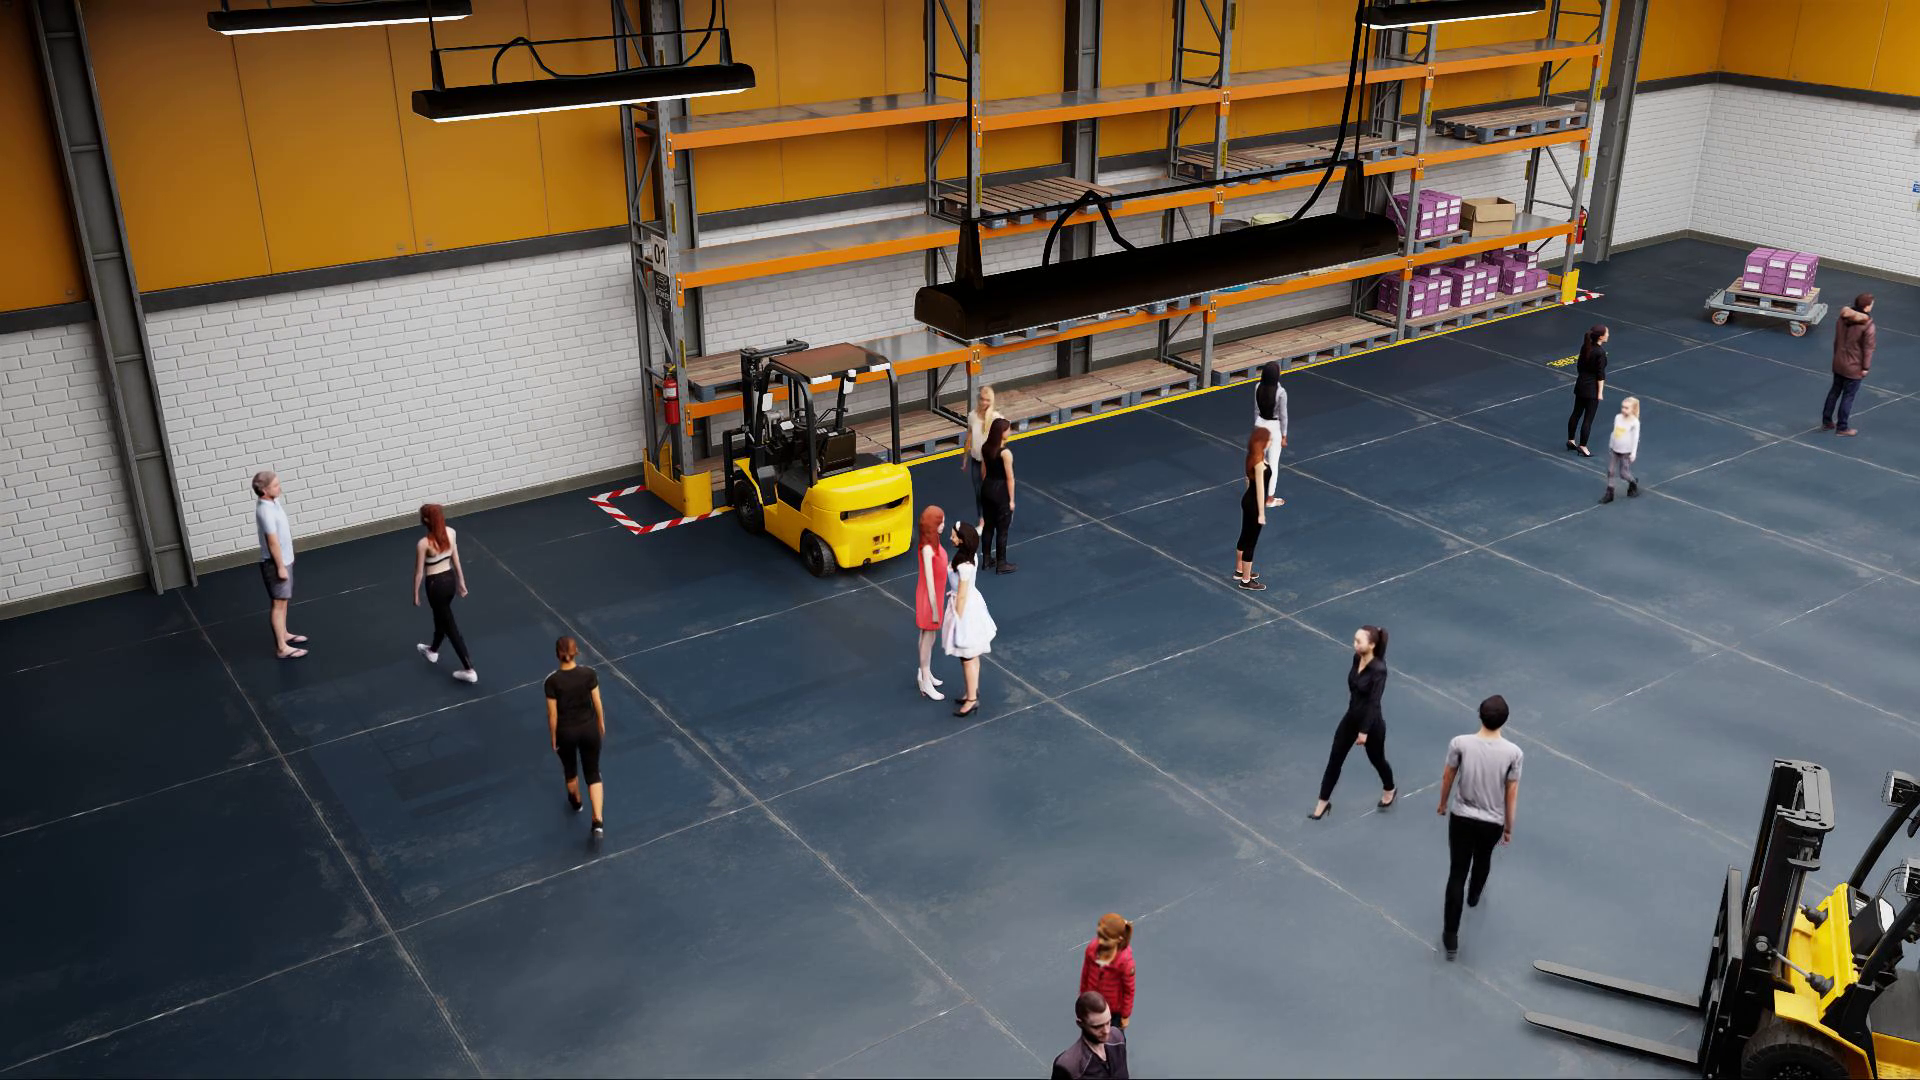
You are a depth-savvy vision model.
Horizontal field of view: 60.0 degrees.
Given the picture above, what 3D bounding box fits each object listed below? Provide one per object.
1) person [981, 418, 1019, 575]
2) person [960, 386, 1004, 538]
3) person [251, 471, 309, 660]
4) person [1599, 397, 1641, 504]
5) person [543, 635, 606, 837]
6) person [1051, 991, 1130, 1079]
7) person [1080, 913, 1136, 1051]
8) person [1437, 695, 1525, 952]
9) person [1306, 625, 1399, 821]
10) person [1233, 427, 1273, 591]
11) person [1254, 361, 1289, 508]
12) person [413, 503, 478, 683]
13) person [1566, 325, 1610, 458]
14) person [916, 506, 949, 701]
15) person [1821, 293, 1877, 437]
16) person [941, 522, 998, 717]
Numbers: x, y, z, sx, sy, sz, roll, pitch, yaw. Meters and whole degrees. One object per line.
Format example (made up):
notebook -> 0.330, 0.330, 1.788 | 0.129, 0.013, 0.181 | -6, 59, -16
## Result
person -> 0.386, -0.466, 17.413 | 0.614, 1.686, 0.589 | 22, 32, 40
person -> 0.336, -0.845, 18.137 | 0.752, 1.801, 0.702 | 20, 31, 38
person -> -6.459, 0.211, 15.685 | 0.667, 1.829, 0.707 | -6, 24, -14
person -> 7.705, -1.046, 19.263 | 0.743, 1.268, 0.500 | -14, 27, -29
person -> -2.956, 1.535, 12.899 | 1.078, 1.635, 0.820 | -9, 25, -20
person -> 0.681, 3.167, 8.908 | 0.573, 1.842, 0.774 | -21, 31, -39
person -> 0.912, 2.857, 10.271 | 0.572, 1.318, 0.579 | 17, 29, 33
person -> 3.584, 2.007, 11.588 | 1.128, 1.822, 1.285 | 8, 25, 17
person -> 3.234, 1.455, 13.037 | 1.094, 1.671, 0.738 | -9, 25, -20
person -> 3.013, -0.345, 17.092 | 0.670, 1.721, 0.658 | -2, 24, -4
person -> 3.551, -1.236, 19.125 | 0.555, 1.725, 0.615 | -20, 31, -38
person -> -4.668, 0.512, 15.161 | 0.961, 1.698, 1.112 | 14, 27, 29
person -> 7.800, -1.870, 20.658 | 0.645, 1.660, 0.666 | -7, 25, -15
person -> -0.276, 0.548, 14.918 | 0.686, 1.826, 0.672 | -1, 24, -2
person -> 11.409, -2.267, 21.332 | 0.799, 1.847, 0.838 | -6, 24, -14
person -> 0.052, 0.685, 14.622 | 0.912, 1.812, 0.859 | 1, 24, 3
